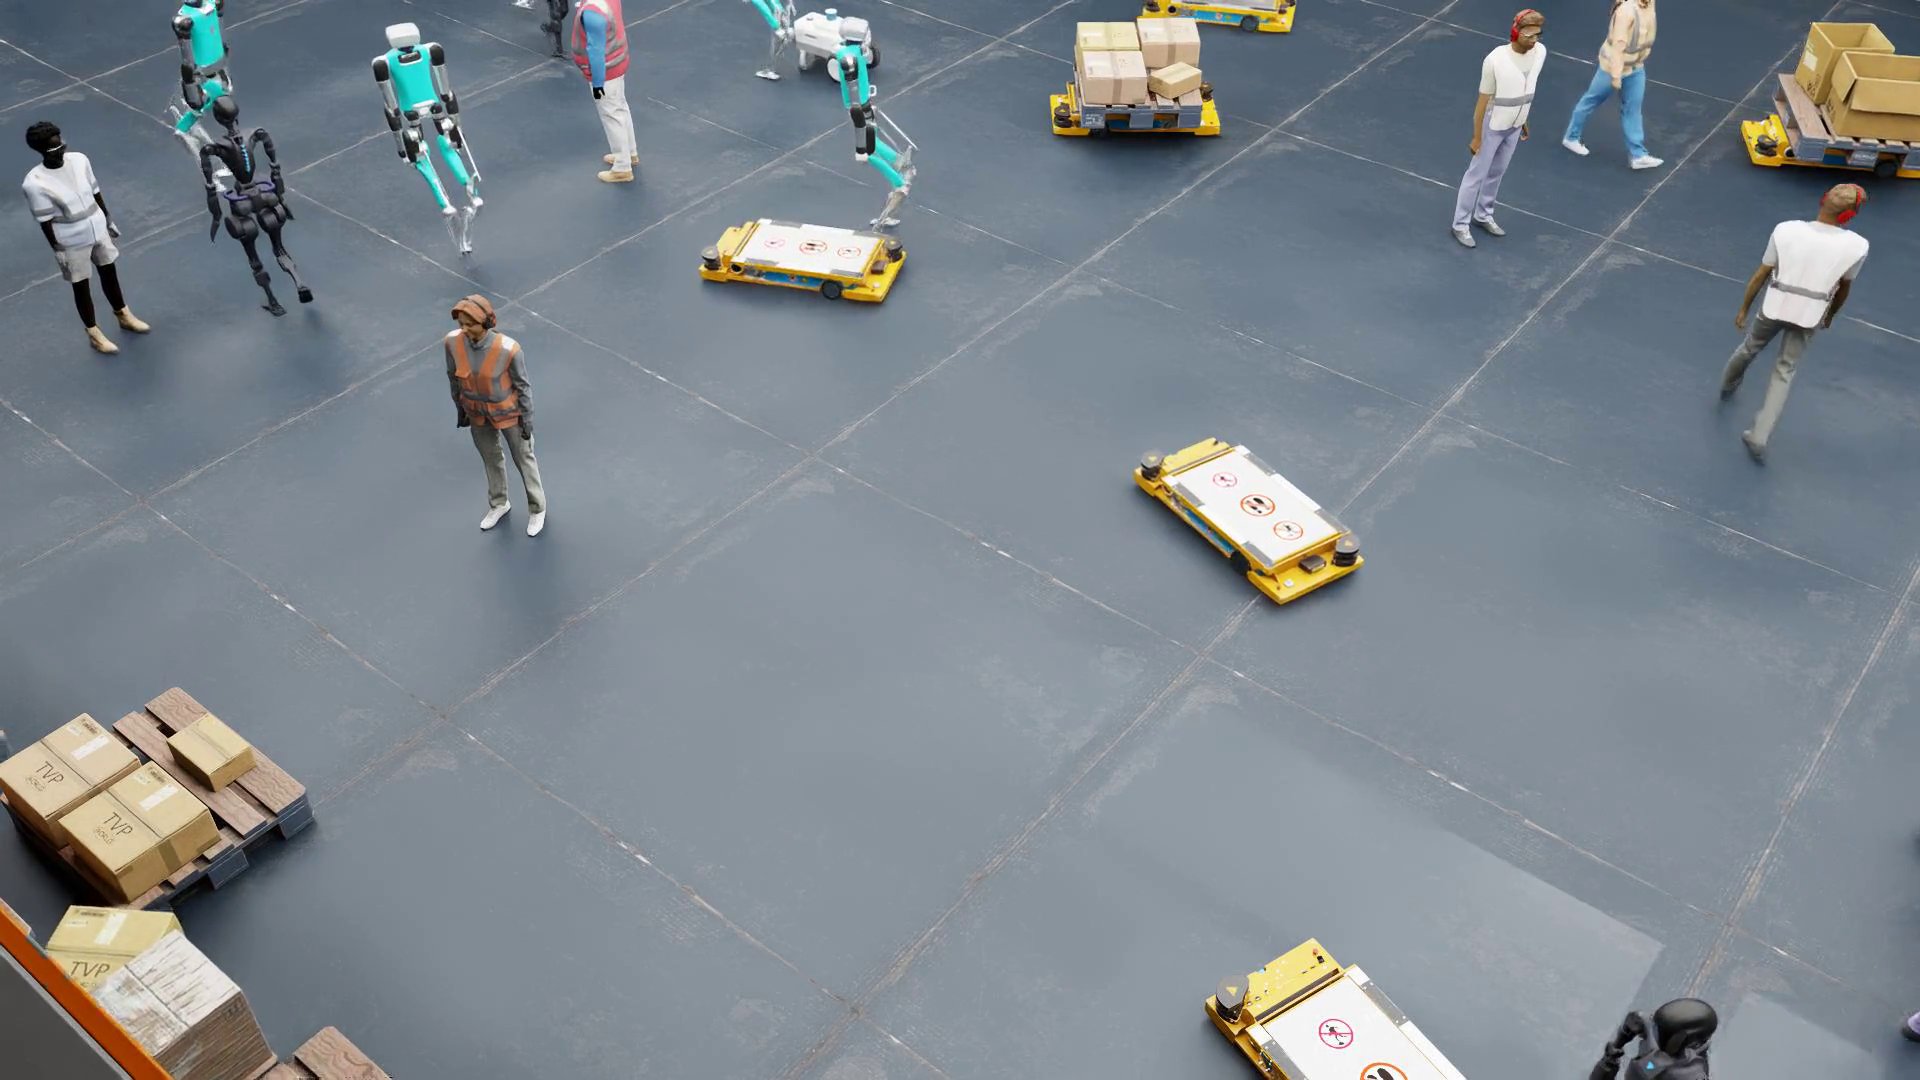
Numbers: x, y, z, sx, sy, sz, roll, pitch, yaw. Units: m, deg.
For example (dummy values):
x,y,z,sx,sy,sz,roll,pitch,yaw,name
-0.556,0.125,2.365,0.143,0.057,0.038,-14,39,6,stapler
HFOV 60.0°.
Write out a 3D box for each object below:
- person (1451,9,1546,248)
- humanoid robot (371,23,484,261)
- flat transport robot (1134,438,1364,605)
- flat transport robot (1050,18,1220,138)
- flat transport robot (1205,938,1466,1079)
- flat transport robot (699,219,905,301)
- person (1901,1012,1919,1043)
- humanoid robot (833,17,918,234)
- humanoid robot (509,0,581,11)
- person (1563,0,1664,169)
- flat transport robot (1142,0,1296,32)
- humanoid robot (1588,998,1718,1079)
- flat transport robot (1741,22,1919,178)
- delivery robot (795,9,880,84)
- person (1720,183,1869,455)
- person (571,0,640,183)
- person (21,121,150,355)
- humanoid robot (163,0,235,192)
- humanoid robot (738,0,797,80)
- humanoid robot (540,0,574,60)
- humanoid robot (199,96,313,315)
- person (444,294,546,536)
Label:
x,y,z,sx,sy,sz,roll,pitch,yaw,name
4.057,-3.116,12.526,0.568,1.842,0.373,-22,45,-24,person
-3.863,-2.826,12.367,0.541,1.904,0.727,-24,46,-25,humanoid robot
1.767,-0.171,10.279,0.659,0.231,1.431,-22,45,-24,flat transport robot
1.517,-3.756,14.497,1.431,0.231,0.659,0,40,0,flat transport robot
1.778,2.383,7.275,0.659,0.231,1.431,-22,45,-24,flat transport robot
-1.187,-2.126,12.578,1.431,0.231,0.659,9,41,11,flat transport robot
4.536,1.539,7.062,0.542,1.820,0.648,-3,40,-3,person
-0.560,-3.066,12.540,0.723,1.775,0.534,-2,40,-2,humanoid robot
-3.875,-5.853,15.876,1.081,1.760,0.577,-11,42,-13,humanoid robot
5.429,-3.826,13.481,0.517,1.675,0.900,-26,47,-27,person
2.538,-5.222,16.221,1.431,0.231,0.659,9,41,10,flat transport robot
2.536,2.304,6.283,0.402,1.652,0.612,-11,42,-12,humanoid robot
7.391,-3.320,13.984,1.431,0.231,0.659,7,41,8,flat transport robot
-1.139,-4.527,15.196,0.785,0.613,0.525,25,46,26,delivery robot
5.316,-1.457,10.632,0.584,1.785,0.907,20,44,22,person
-2.861,-3.772,13.315,0.431,1.835,0.628,0,40,0,person
-6.041,-2.092,11.436,0.317,1.692,0.536,17,43,19,person
-6.075,-3.585,13.159,0.807,1.749,0.560,10,41,11,humanoid robot
-1.704,-4.947,14.768,0.737,1.764,0.549,27,47,28,humanoid robot
-3.783,-5.272,15.219,0.595,1.650,0.600,23,45,25,humanoid robot
-4.980,-2.311,11.713,0.438,1.648,0.604,32,50,32,humanoid robot
-2.758,-0.742,9.890,0.513,1.640,0.306,9,41,10,person
